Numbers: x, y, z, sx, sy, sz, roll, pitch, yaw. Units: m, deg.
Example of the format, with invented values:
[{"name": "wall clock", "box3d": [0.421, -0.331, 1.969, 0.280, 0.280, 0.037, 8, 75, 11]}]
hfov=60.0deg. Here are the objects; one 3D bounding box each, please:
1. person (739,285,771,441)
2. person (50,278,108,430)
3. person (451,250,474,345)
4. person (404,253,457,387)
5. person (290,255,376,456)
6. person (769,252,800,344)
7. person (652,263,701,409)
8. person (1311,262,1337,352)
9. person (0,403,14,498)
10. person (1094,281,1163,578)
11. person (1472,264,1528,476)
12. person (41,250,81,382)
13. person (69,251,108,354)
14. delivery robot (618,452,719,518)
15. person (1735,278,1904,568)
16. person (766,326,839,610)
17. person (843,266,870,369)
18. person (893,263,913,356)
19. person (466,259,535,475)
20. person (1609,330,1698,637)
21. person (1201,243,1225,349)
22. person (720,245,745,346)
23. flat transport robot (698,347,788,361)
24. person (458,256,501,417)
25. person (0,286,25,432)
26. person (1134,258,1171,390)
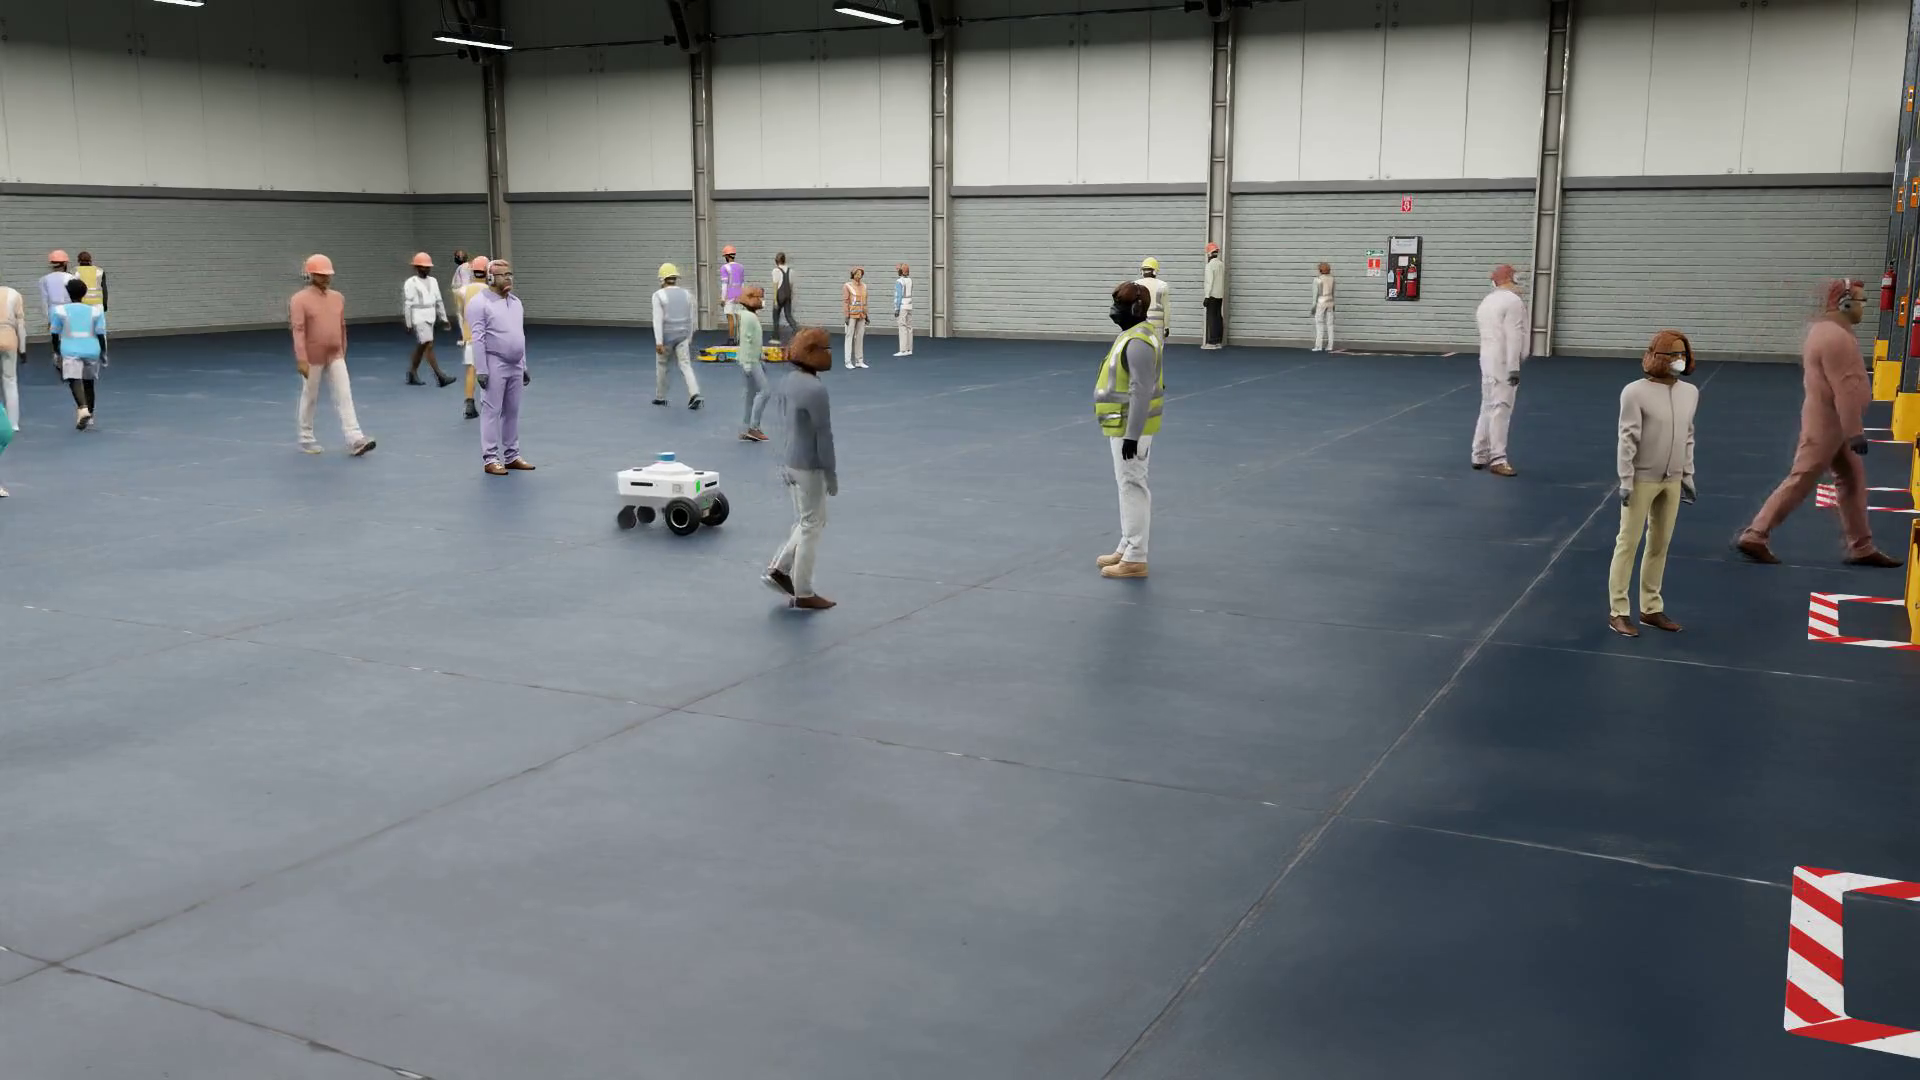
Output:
[{"name": "person", "box3d": [-2.078, -1.810, 17.130, 0.452, 1.615, 0.532, 0, 10, 0]}, {"name": "person", "box3d": [-9.689, -2.051, 18.365, 0.544, 1.660, 0.783, -9, 13, -39]}, {"name": "person", "box3d": [-9.668, -4.708, 32.352, 0.429, 1.844, 0.624, -3, 11, -15]}, {"name": "person", "box3d": [-7.518, -3.101, 23.482, 0.976, 1.883, 0.549, 4, 11, 23]}, {"name": "person", "box3d": [-6.116, -1.767, 16.032, 1.036, 1.935, 0.656, 8, 13, 36]}, {"name": "person", "box3d": [-3.413, -4.703, 32.419, 0.520, 1.818, 0.866, -9, 14, -41]}, {"name": "person", "box3d": [-3.505, -2.508, 20.498, 0.608, 1.799, 0.905, -9, 13, -39]}, {"name": "person", "box3d": [6.686, -4.278, 30.564, 0.523, 1.636, 0.310, -5, 11, -24]}, {"name": "person", "box3d": [-7.844, -1.161, 13.254, 0.458, 1.748, 0.546, -1, 10, -5]}, {"name": "person", "box3d": [1.051, -0.691, 10.437, 0.429, 1.846, 0.633, 0, 10, 2]}, {"name": "person", "box3d": [4.894, -1.526, 14.941, 0.396, 1.873, 0.753, -1, 10, -7]}, {"name": "person", "box3d": [-12.968, -3.229, 24.061, 0.573, 1.920, 0.490, 1, 10, 7]}, {"name": "person", "box3d": [-15.576, -4.229, 29.739, 0.622, 1.844, 0.429, -8, 13, -37]}, {"name": "delivery robot", "box3d": [-2.117, -0.392, 12.071, 0.707, 0.478, 0.477, 4, 11, 21]}, {"name": "person", "box3d": [5.562, -0.745, 10.682, 0.974, 1.869, 0.635, 5, 12, 26]}, {"name": "person", "box3d": [-0.843, -0.400, 9.462, 0.340, 1.624, 0.516, -5, 11, -24]}, {"name": "person", "box3d": [-1.666, -3.563, 26.657, 0.311, 1.639, 0.514, 10, 14, 43]}, {"name": "person", "box3d": [-0.998, -4.064, 29.386, 0.306, 1.639, 0.523, 5, 11, 24]}, {"name": "person", "box3d": [-4.106, -1.549, 14.946, 0.410, 1.909, 0.643, 5, 11, 25]}, {"name": "person", "box3d": [3.724, -0.304, 8.900, 0.498, 1.634, 0.280, -4, 11, -20]}, {"name": "person", "box3d": [4.741, -4.571, 31.200, 0.398, 1.988, 0.613, 8, 13, 36]}, {"name": "person", "box3d": [-4.358, -4.645, 31.746, 0.358, 1.937, 0.544, 8, 13, 38]}, {"name": "flat transport robot", "box3d": [-3.681, -3.173, 28.263, 1.431, 0.197, 0.652, 0, 10, 3]}, {"name": "person", "box3d": [-5.666, -2.403, 19.679, 0.549, 1.893, 1.005, 0, 10, -1]}, {"name": "person", "box3d": [-10.400, -2.098, 17.944, 0.584, 1.911, 0.517, -7, 12, -34]}, {"name": "person", "box3d": [2.602, -2.959, 22.866, 0.588, 1.822, 0.403, 3, 11, 16]}]
